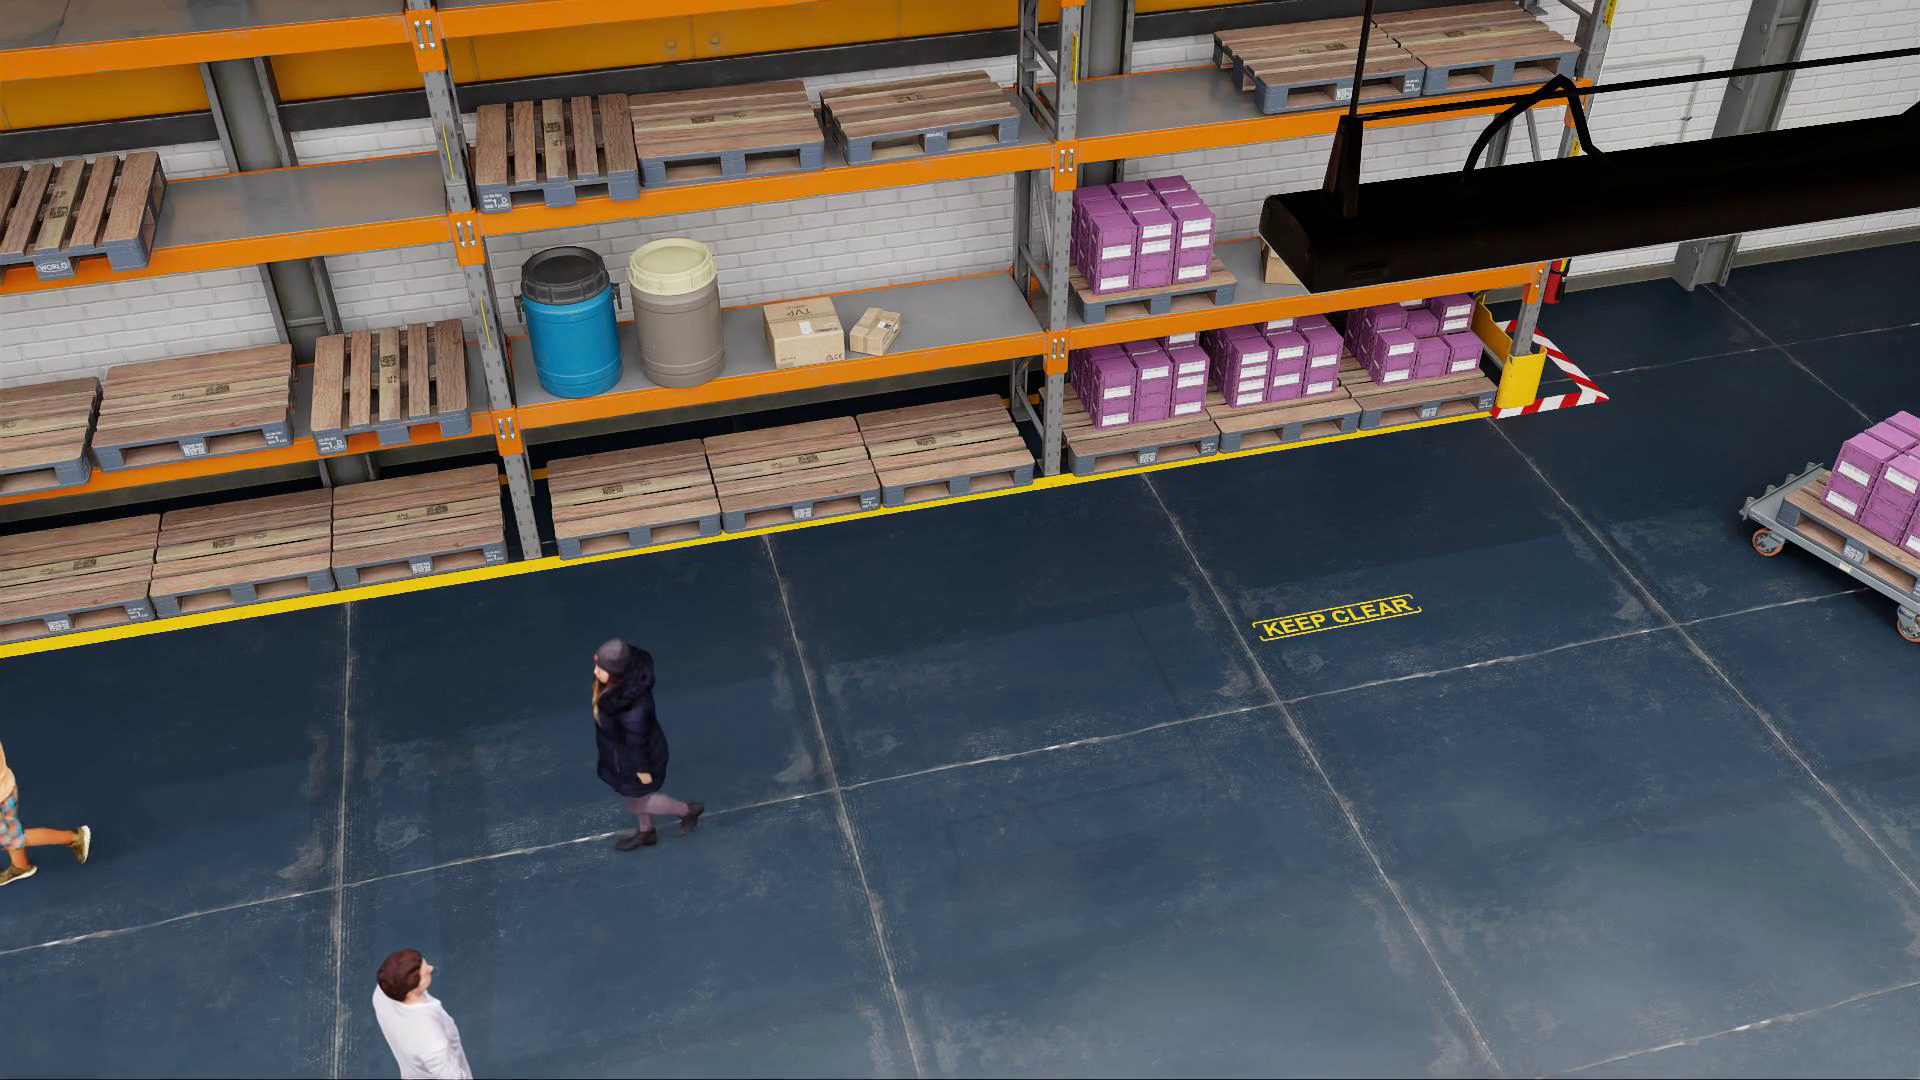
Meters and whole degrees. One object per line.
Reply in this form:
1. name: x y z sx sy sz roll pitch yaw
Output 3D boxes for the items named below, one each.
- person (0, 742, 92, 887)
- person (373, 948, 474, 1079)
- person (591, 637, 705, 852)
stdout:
1. person: -5.431 1.408 9.480 0.887 1.451 0.682 -21 43 -25
2. person: -2.438 2.539 7.742 0.766 1.852 0.769 31 48 33
3. person: -1.805 1.180 9.594 0.836 1.665 0.705 -14 41 -17
